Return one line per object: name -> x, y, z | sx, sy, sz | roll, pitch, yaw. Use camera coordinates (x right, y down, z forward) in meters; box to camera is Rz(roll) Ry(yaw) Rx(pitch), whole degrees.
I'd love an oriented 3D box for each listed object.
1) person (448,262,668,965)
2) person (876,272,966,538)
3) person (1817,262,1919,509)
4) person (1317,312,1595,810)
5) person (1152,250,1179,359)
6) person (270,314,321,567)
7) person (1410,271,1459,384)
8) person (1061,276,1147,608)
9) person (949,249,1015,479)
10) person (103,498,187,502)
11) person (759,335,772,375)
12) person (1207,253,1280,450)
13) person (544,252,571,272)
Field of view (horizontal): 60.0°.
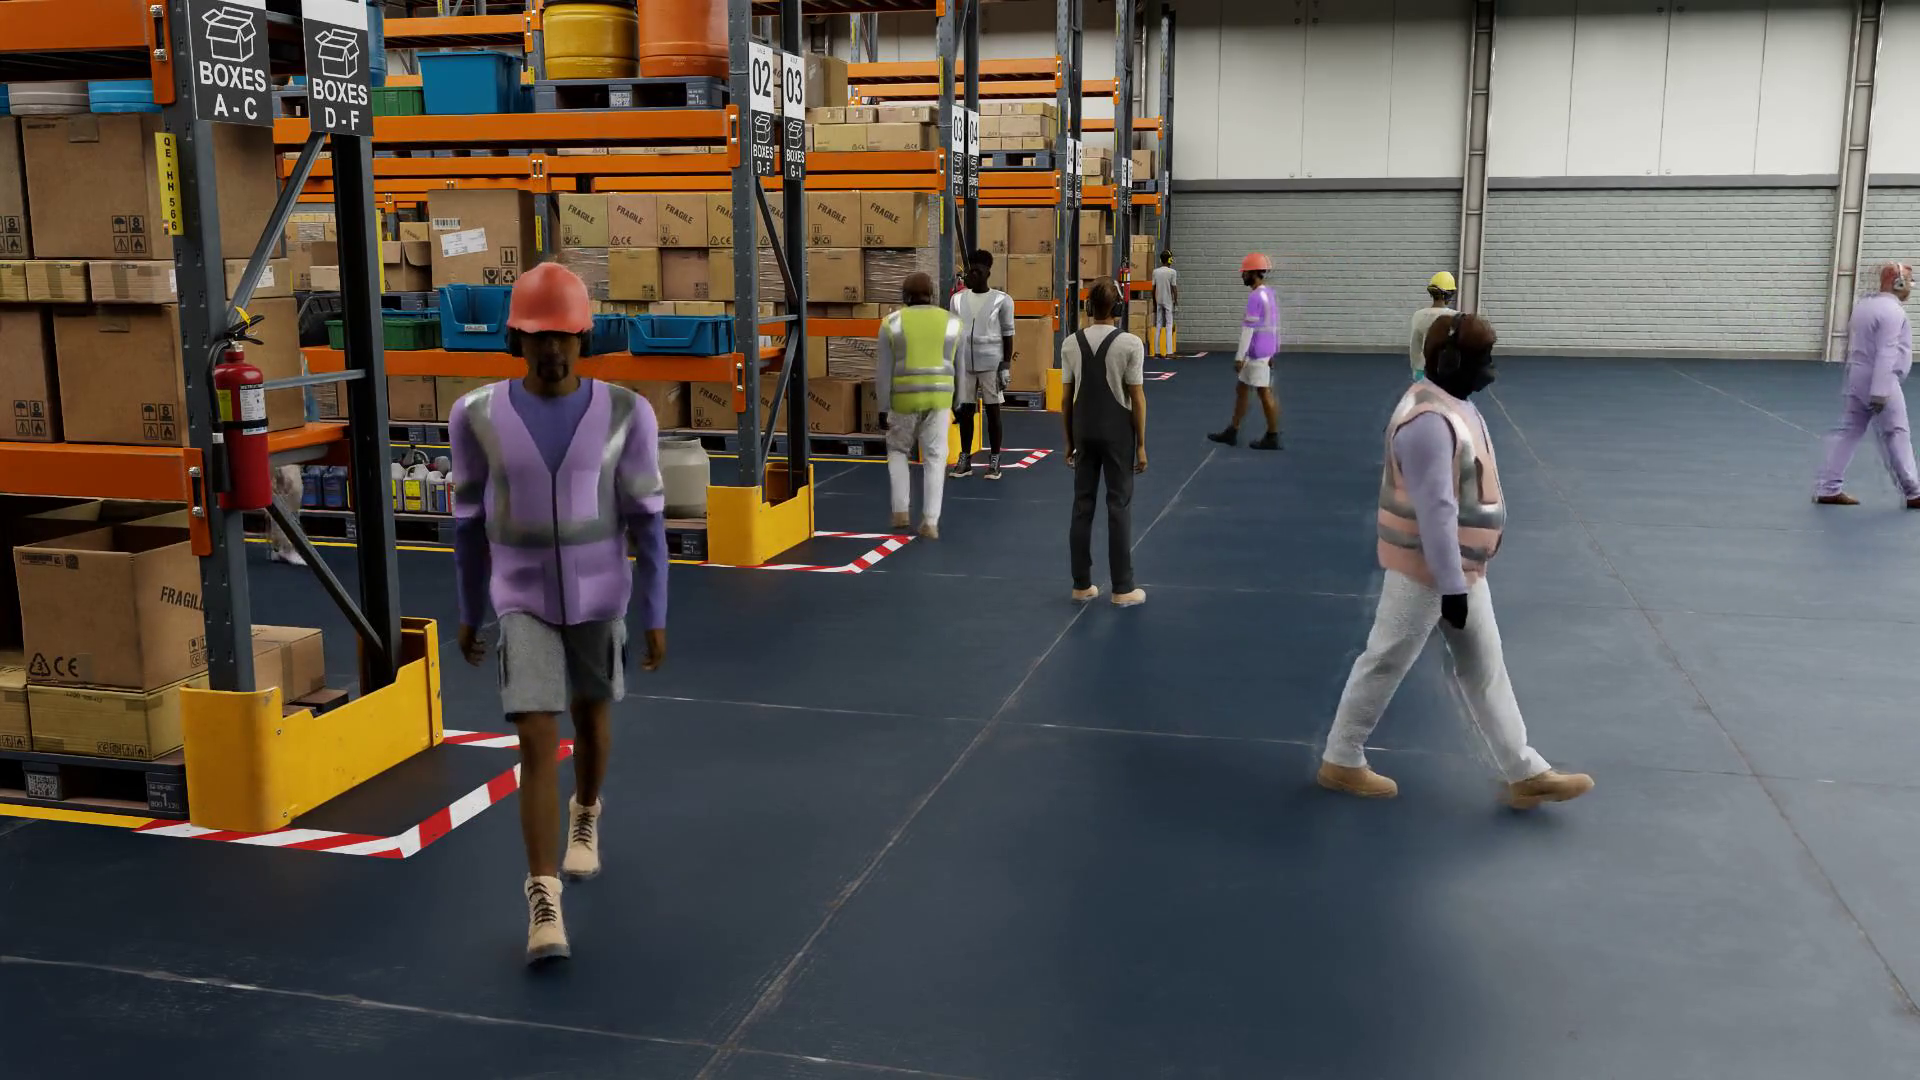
person -> -1.183, 0.175, 4.964 | 0.619, 1.978, 1.068 | -2, 11, -14
person -> -0.276, -0.929, 11.500 | 0.645, 1.824, 0.549 | -2, 10, -11
person -> 7.105, -1.166, 12.684 | 0.953, 1.859, 0.671 | 2, 10, 9
person -> 1.753, 0.093, 5.920 | 0.978, 1.787, 0.653 | 6, 12, 28
person -> 3.543, -4.051, 28.657 | 0.514, 1.872, 0.328 | 8, 13, 38
person -> -4.166, -0.634, 10.380 | 0.524, 1.617, 0.547 | 3, 11, 15
person -> 4.197, -1.466, 14.618 | 0.315, 1.770, 0.524 | -9, 14, -41
person -> 0.807, -0.542, 9.282 | 0.505, 1.847, 0.346 | 6, 12, 28
person -> 0.166, -1.502, 14.264 | 0.607, 1.966, 0.367 | 4, 11, 21
person -> -4.062, -0.332, 8.361 | 0.567, 1.745, 0.559 | 5, 11, 26
person -> -2.326, -2.498, 19.609 | 0.405, 2.035, 0.606 | 3, 11, 15
person -> 2.771, -1.834, 16.263 | 0.860, 1.904, 0.577 | 4, 11, 21
person -> -3.751, -1.685, 15.392 | 0.374, 1.931, 0.632 | -3, 11, -16
